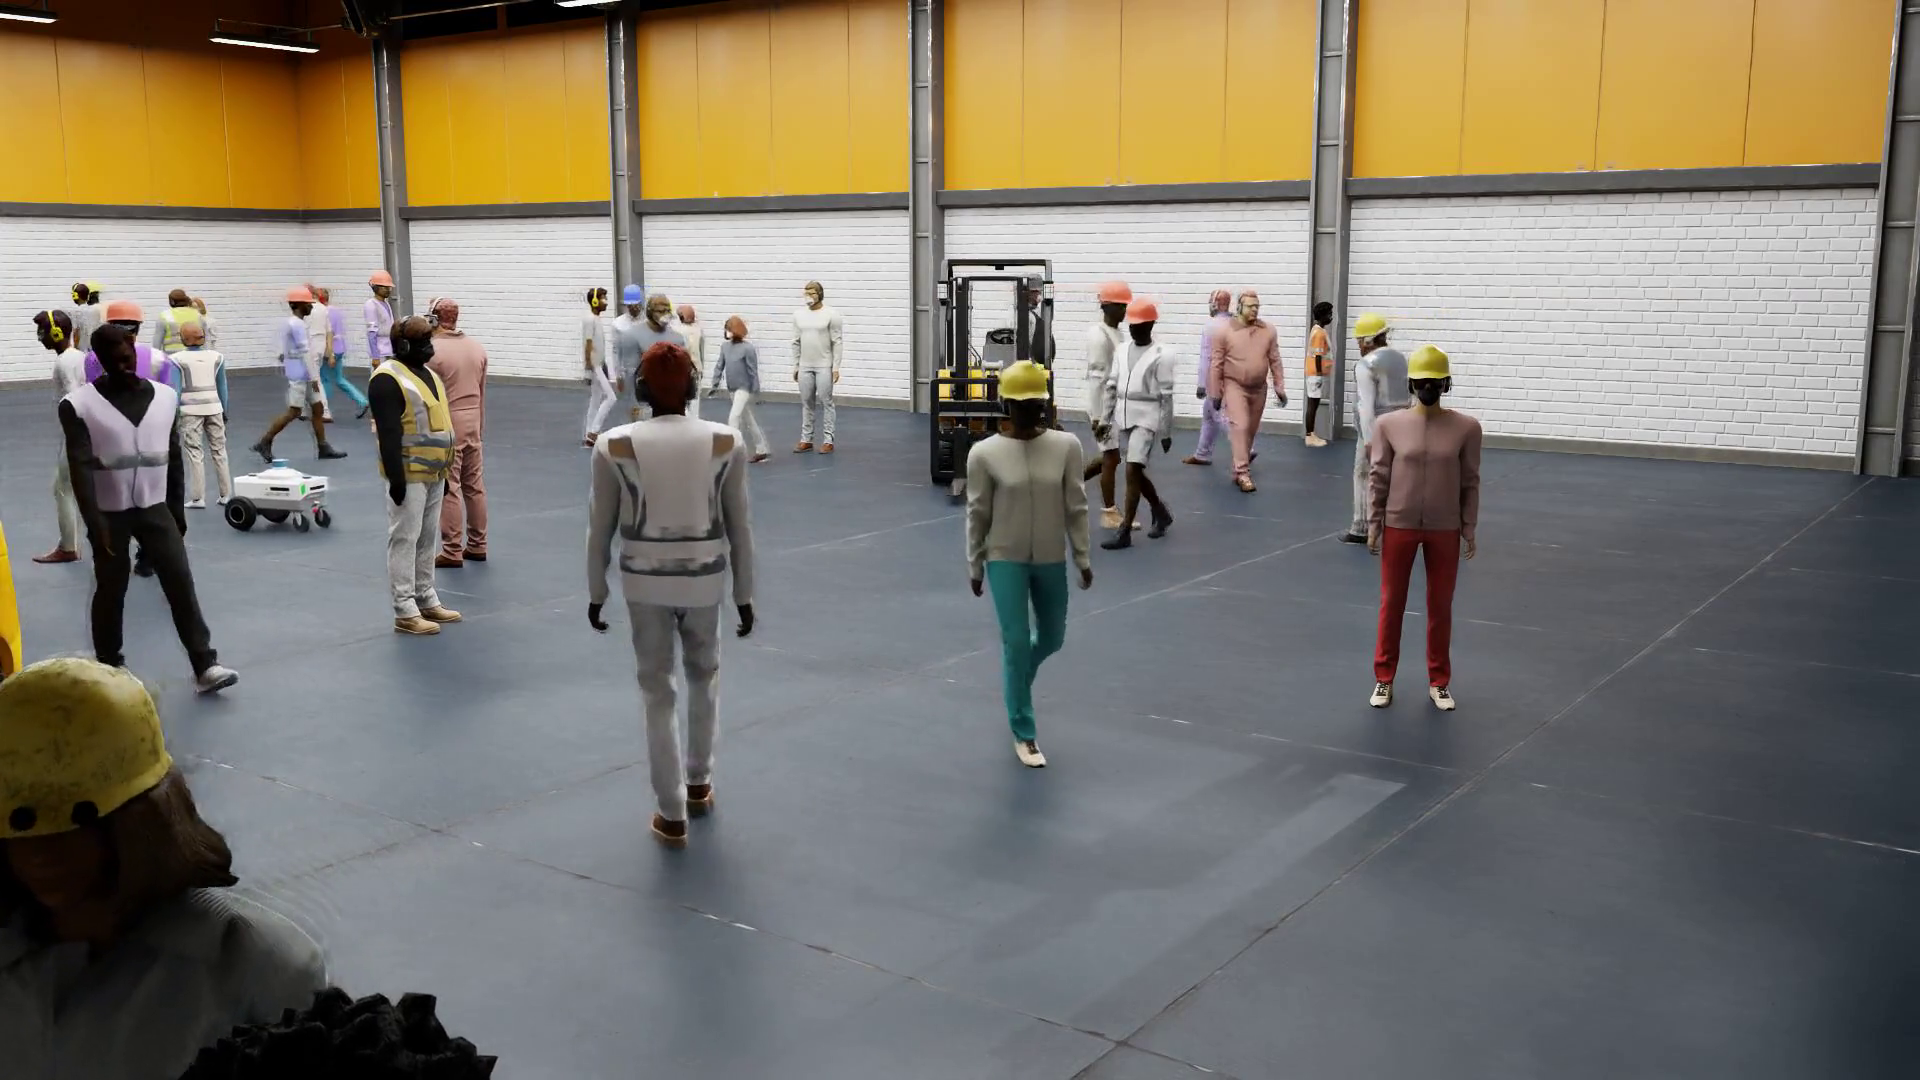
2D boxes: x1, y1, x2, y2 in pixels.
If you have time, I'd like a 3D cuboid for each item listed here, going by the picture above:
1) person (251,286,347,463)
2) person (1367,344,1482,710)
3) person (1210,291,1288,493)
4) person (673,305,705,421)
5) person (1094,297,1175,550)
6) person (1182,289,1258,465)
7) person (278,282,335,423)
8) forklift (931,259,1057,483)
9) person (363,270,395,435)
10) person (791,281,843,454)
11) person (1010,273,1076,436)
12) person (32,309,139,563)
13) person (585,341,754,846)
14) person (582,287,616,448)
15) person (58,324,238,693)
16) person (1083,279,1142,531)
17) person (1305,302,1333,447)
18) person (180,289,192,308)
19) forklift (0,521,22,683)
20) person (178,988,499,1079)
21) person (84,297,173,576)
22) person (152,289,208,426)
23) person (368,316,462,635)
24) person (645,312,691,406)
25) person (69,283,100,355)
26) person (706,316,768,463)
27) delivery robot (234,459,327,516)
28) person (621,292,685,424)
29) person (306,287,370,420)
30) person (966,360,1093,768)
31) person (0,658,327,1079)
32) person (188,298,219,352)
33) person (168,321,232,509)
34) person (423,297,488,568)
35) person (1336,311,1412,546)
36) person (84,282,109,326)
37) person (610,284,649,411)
[{"bbox_3d":[-7.174,-1.780,17.896,0.924,1.906,0.553,-4,10,-24],"label":"person"},{"bbox_3d":[2.226,-0.055,8.011,0.532,1.768,0.311,2,10,10],"label":"person"},{"bbox_3d":[2.737,-1.385,15.617,0.663,1.875,0.880,-3,10,-18],"label":"person"},{"bbox_3d":[-3.330,-2.045,20.250,0.370,1.624,0.541,9,13,43],"label":"person"},{"bbox_3d":[1.382,-0.905,12.695,0.923,1.898,0.556,-9,13,-42],"label":"person"},{"bbox_3d":[2.737,-1.671,17.330,0.924,1.873,0.655,7,12,38],"label":"person"},{"bbox_3d":[-8.773,-2.500,22.255,0.864,1.869,0.645,3,10,19],"label":"person"},{"bbox_3d":[0.370,-1.738,16.759,1.214,2.155,2.313,1,10,3],"label":"forklift"},{"bbox_3d":[-7.186,-2.332,20.750,0.386,2.039,0.615,0,10,-1],"label":"person"},{"bbox_3d":[-1.607,-1.934,18.684,0.628,1.939,0.375,4,11,25],"label":"person"},{"bbox_3d":[0.934,-2.096,19.348,0.806,2.000,0.705,4,10,21],"label":"person"},{"bbox_3d":[-6.200,-0.734,11.888,0.869,1.834,0.575,-2,10,-11],"label":"person"},{"bbox_3d":[-1.115,0.178,6.330,0.607,1.858,0.768,-3,10,-17],"label":"person"},{"bbox_3d":[-4.141,-1.968,19.111,0.475,1.856,0.524,-1,10,-5],"label":"person"},{"bbox_3d":[-4.053,-0.130,8.200,0.954,1.853,0.619,7,12,35],"label":"person"},{"bbox_3d":[1.111,-1.078,13.397,0.720,2.027,0.641,4,10,22],"label":"person"},{"bbox_3d":[4.181,-1.928,19.390,0.318,1.691,0.529,2,10,10],"label":"person"},{"bbox_3d":[-10.763,-2.599,23.162,0.328,1.765,0.532,6,11,30],"label":"person"},{"bbox_3d":[-5.296,-0.090,6.943,1.214,2.155,2.313,7,12,35],"label":"forklift"},{"bbox_3d":[-0.402,1.124,1.190,0.316,1.695,0.542,5,11,26],"label":"person"},{"bbox_3d":[-5.789,-0.727,11.604,0.572,1.899,0.869,-6,11,-31],"label":"person"},{"bbox_3d":[-10.054,-2.318,21.409,0.957,1.792,0.636,7,12,35],"label":"person"},{"bbox_3d":[-3.168,-0.382,9.731,0.430,1.845,0.619,1,10,8],"label":"person"},{"bbox_3d":[-2.850,-1.402,15.899,0.447,1.810,0.650,9,13,43],"label":"person"},{"bbox_3d":[-11.585,-2.465,22.053,0.310,1.869,0.532,2,10,14],"label":"person"},{"bbox_3d":[-2.347,-1.560,17.523,0.894,1.578,0.501,-9,13,-44],"label":"person"},{"bbox_3d":[-5.484,-0.408,13.431,0.707,0.478,0.477,3,10,16],"label":"delivery robot"},{"bbox_3d":[-2.684,-1.197,14.423,0.627,1.906,0.914,-7,12,-38],"label":"person"},{"bbox_3d":[-8.474,-2.524,22.581,0.817,1.810,0.573,-1,10,-4],"label":"person"},{"bbox_3d":[0.274,0.068,7.337,0.532,1.742,0.725,-3,10,-15],"label":"person"},{"bbox_3d":[-0.985,0.982,1.957,0.485,1.734,0.361,-1,10,-3],"label":"person"},{"bbox_3d":[-10.861,-2.636,23.774,0.507,1.631,0.273,-4,10,-21],"label":"person"},{"bbox_3d":[-6.643,-1.087,14.539,0.314,1.636,0.516,8,12,39],"label":"person"},{"bbox_3d":[-3.619,-0.757,11.770,0.405,1.911,0.636,4,10,23],"label":"person"},{"bbox_3d":[3.230,-0.806,12.413,0.615,1.793,0.768,-8,12,-39],"label":"person"},{"bbox_3d":[-11.911,-2.619,22.985,1.018,1.861,0.605,4,10,25],"label":"person"},{"bbox_3d":[-3.445,-1.818,18.077,0.655,1.911,0.709,0,10,-2],"label":"person"}]
